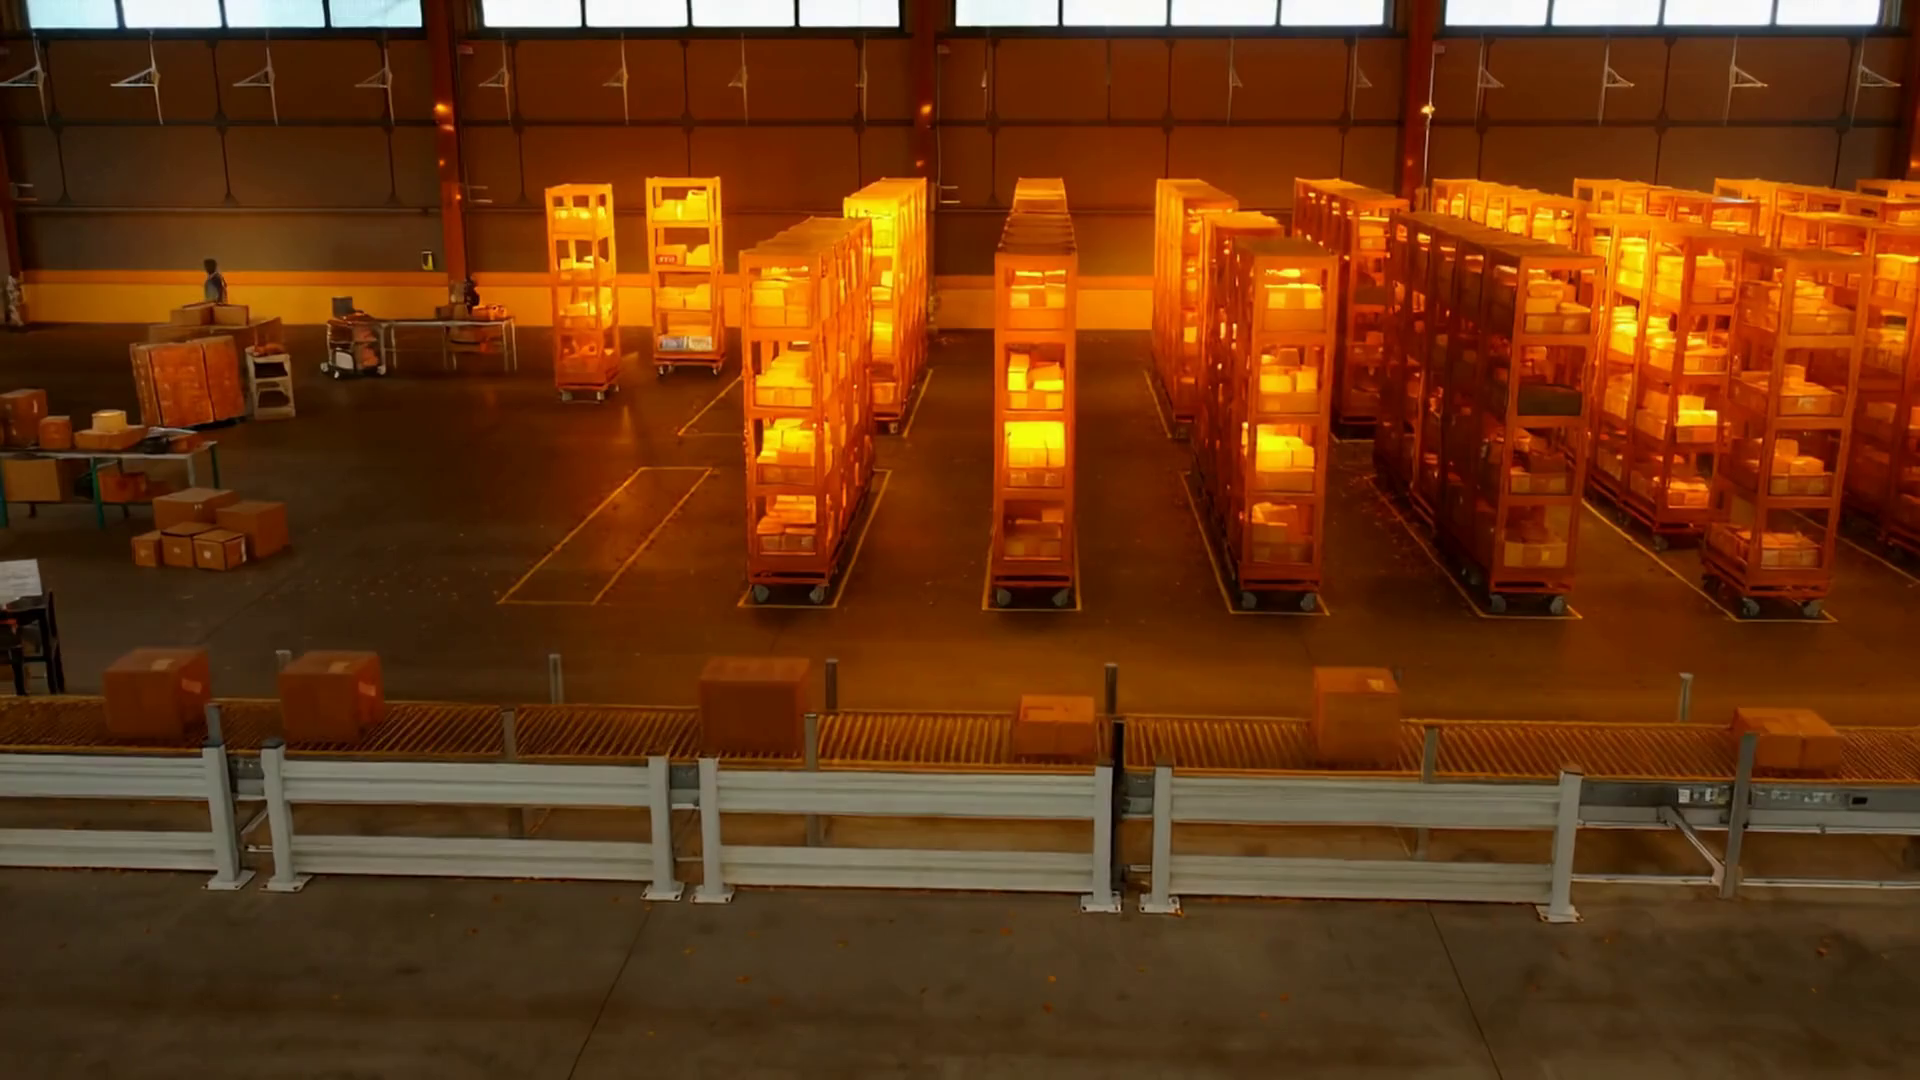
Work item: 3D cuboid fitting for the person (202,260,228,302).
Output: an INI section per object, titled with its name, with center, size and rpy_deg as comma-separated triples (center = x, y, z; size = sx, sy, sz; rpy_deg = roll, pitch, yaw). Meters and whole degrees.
[person]
center = -15.288, -4.801, 33.935
size = 0.925, 1.797, 0.644
rpy_deg = -8, 17, -27
